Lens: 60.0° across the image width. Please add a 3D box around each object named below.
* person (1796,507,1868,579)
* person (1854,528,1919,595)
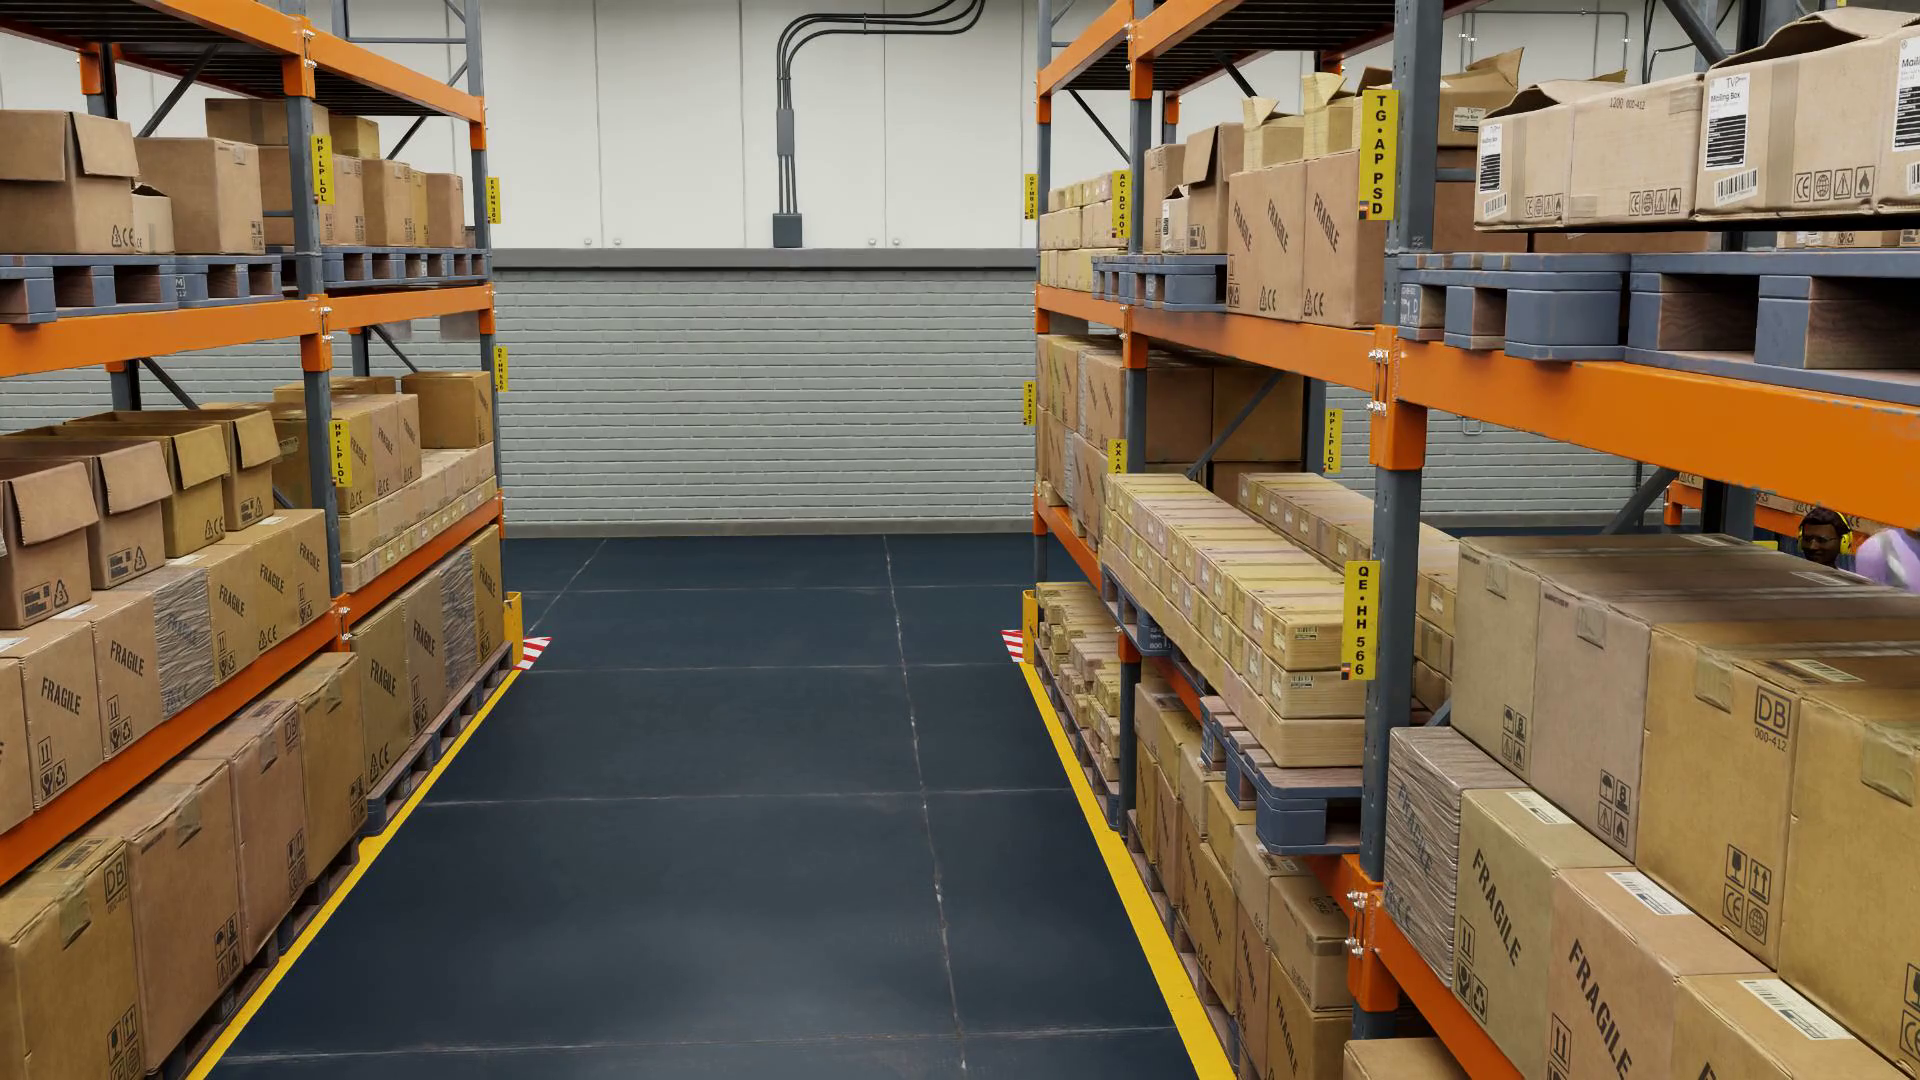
[{"bbox_3d":[4.070,0.761,7.964,0.516,1.873,0.329,9,13,42],"label":"person"},{"bbox_3d":[4.786,0.599,8.485,0.604,2.027,0.601,-2,10,-11],"label":"person"}]
